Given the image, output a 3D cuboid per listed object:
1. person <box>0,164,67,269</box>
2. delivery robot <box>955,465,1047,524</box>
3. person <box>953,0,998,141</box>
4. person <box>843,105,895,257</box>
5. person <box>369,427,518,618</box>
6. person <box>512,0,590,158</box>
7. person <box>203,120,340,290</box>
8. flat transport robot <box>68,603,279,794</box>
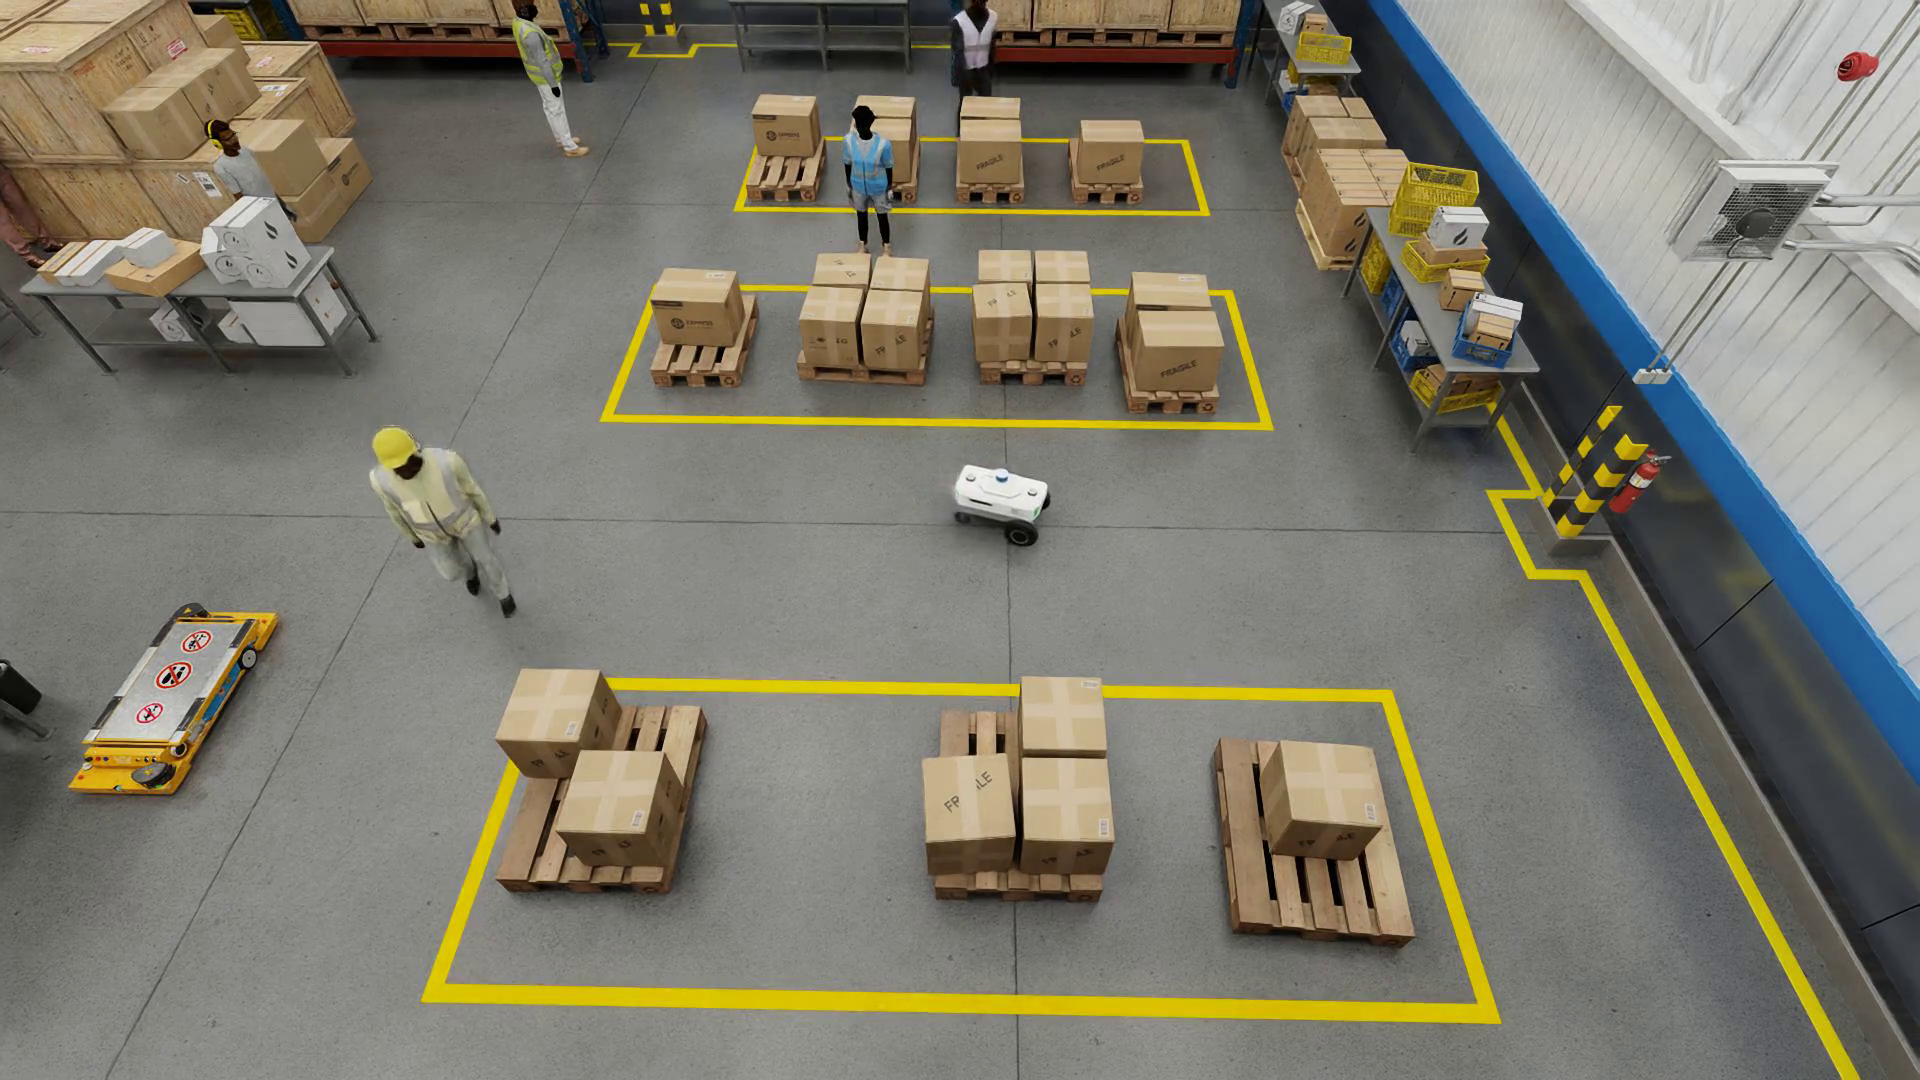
[{"bbox_3d":[-10.064,-3.750,9.458,0.400,1.907,0.645,1,50,1],"label":"person"},{"bbox_3d":[0.330,-0.373,7.421,0.707,0.478,0.477,14,51,12],"label":"delivery robot"},{"bbox_3d":[0.224,-5.671,11.097,0.595,1.885,0.611,-19,52,-15],"label":"person"},{"bbox_3d":[-0.936,-3.666,9.522,0.537,1.695,0.320,10,50,8],"label":"person"},{"bbox_3d":[-3.598,-0.126,6.451,0.613,1.820,0.440,-20,53,-16],"label":"person"},{"bbox_3d":[-4.976,-5.592,11.060,0.429,1.844,0.626,-27,55,-21],"label":"person"},{"bbox_3d":[-6.777,-3.199,9.016,0.329,1.872,0.511,1,50,1],"label":"person"},{"bbox_3d":[-5.504,1.072,6.442,0.652,0.197,1.431,1,50,1],"label":"flat transport robot"}]
